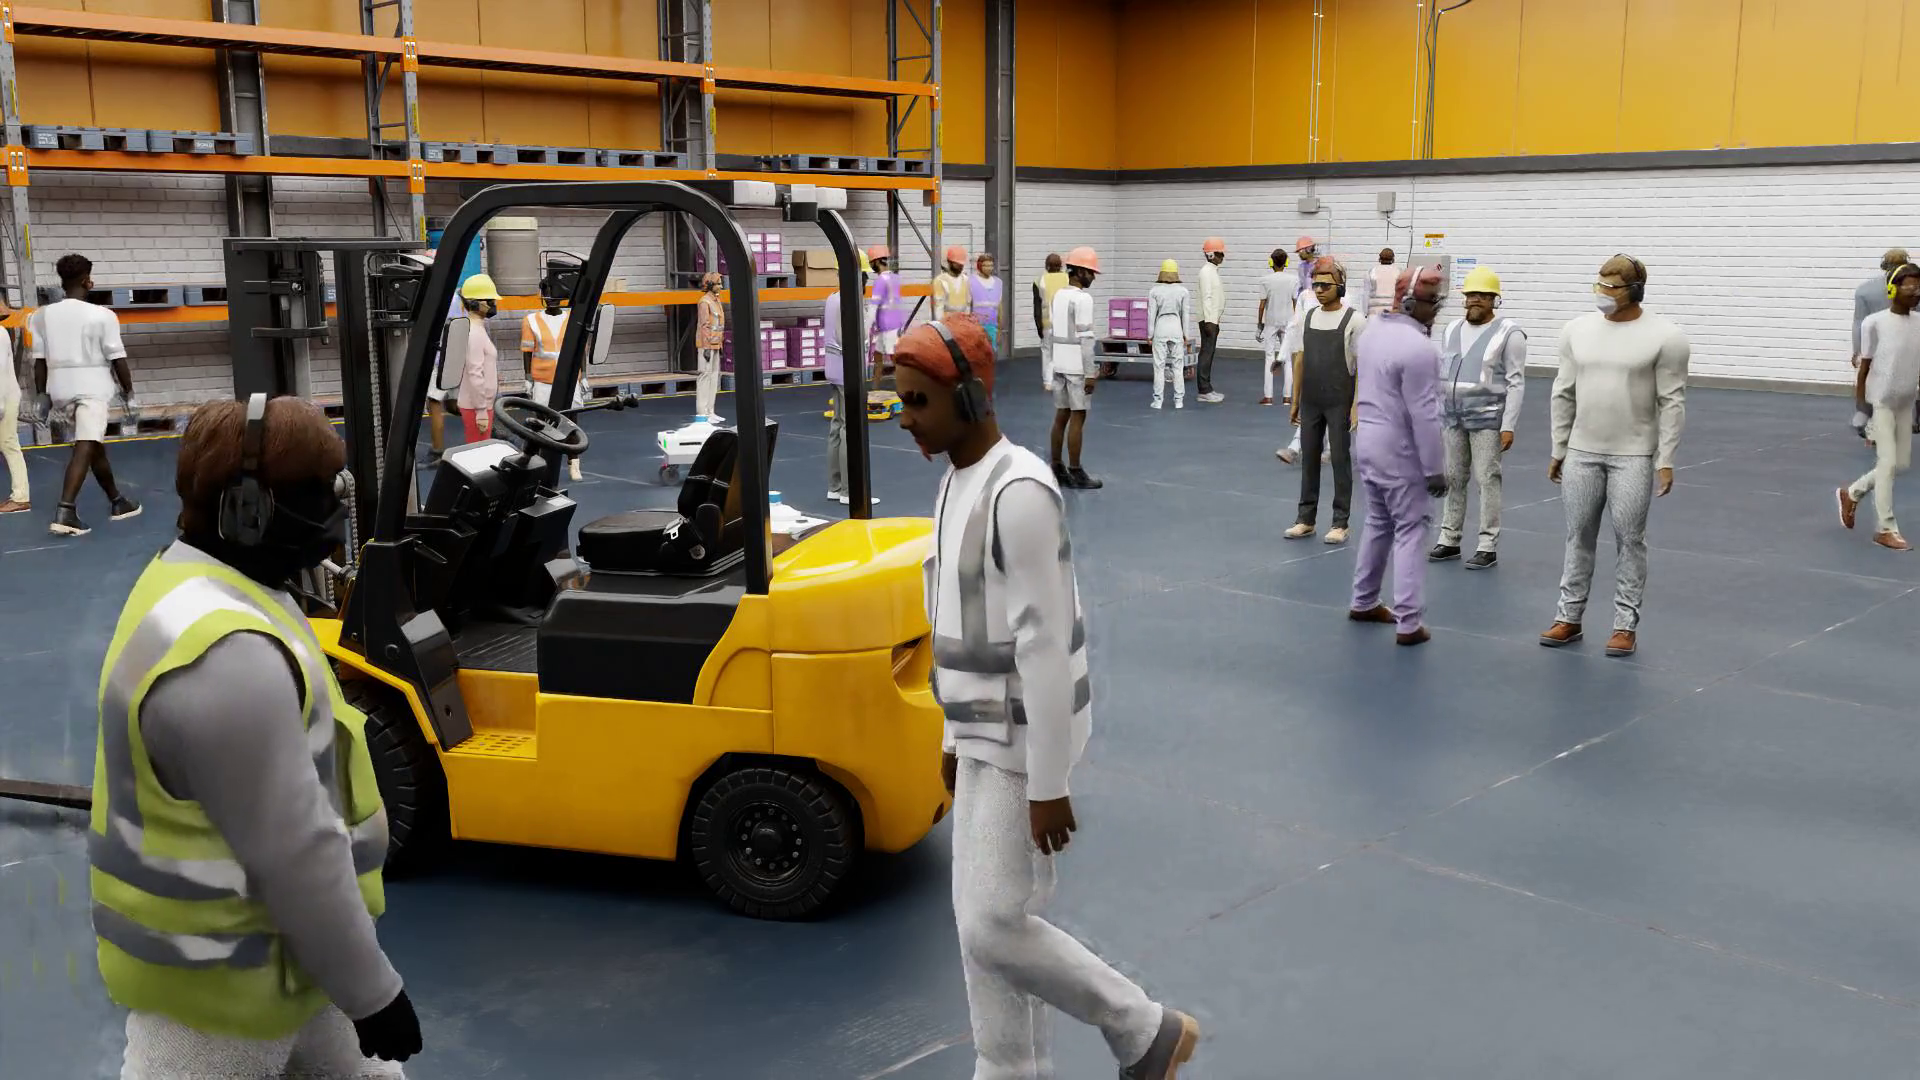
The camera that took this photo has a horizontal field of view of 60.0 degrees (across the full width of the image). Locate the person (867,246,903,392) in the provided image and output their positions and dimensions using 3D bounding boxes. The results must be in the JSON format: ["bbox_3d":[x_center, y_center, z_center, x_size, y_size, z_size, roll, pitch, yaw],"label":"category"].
[{"bbox_3d":[-0.958,-2.514,19.656,0.898,1.883,0.579,2,11,13],"label":"person"}]

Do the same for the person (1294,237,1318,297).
[{"bbox_3d":[5.140,-3.400,24.200,0.816,1.988,0.624,-3,11,-18],"label":"person"}]

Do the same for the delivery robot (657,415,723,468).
[{"bbox_3d":[-2.111,-0.784,13.619,0.707,0.478,0.477,-3,11,-17],"label":"delivery robot"}]

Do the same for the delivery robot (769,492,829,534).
[{"bbox_3d":[-1.080,-0.034,9.527,0.707,0.478,0.477,10,14,42],"label":"delivery robot"}]

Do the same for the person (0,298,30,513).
[{"bbox_3d":[-7.031,-1.008,12.178,0.280,1.624,0.493,-7,13,-34],"label":"person"}]

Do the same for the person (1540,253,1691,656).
[{"bbox_3d":[3.159,-0.408,8.057,0.627,1.936,0.376,9,14,41],"label":"person"}]

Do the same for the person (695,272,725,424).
[{"bbox_3d":[-2.690,-2.063,17.930,0.321,1.629,0.516,1,10,6],"label":"person"}]

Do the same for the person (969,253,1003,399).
[{"bbox_3d":[0.256,-2.679,20.786,0.564,1.814,0.751,-7,13,-34],"label":"person"}]

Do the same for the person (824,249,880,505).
[{"bbox_3d":[-0.820,-1.226,12.537,0.379,1.924,0.594,-5,11,-23],"label":"person"}]

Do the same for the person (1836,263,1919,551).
[{"bbox_3d":[6.077,-0.887,10.920,0.527,1.849,0.722,-2,11,-11],"label":"person"}]

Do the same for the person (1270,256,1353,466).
[{"bbox_3d":[3.083,-1.552,14.545,0.946,1.830,0.616,-6,12,-29],"label":"person"}]

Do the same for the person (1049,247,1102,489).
[{"bbox_3d":[0.937,-1.373,13.343,0.386,1.925,0.548,-5,12,-26],"label":"person"}]

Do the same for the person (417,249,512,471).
[{"bbox_3d":[-4.358,-1.553,14.377,0.807,1.911,0.548,-3,11,-15],"label":"person"}]

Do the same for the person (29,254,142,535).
[{"bbox_3d":[-6.036,-1.011,11.461,0.636,1.903,1.061,1,10,6],"label":"person"}]

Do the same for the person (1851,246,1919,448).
[{"bbox_3d":[8.709,-1.784,15.601,0.636,1.924,0.700,5,12,26],"label":"person"}]

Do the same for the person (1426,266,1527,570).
[{"bbox_3d":[3.125,-0.743,10.147,0.404,1.836,0.600,-8,13,-37],"label":"person"}]

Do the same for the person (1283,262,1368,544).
[{"bbox_3d":[2.414,-0.900,10.985,0.514,1.845,0.339,8,13,39],"label":"person"}]

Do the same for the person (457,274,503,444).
[{"bbox_3d":[-3.160,-0.867,11.023,0.325,1.767,0.533,-3,11,-15],"label":"person"}]

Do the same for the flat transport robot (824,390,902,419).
[{"bbox_3d":[-0.928,-1.528,18.705,0.652,0.197,1.431,4,11,21],"label":"flat transport robot"}]

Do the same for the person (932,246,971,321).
[{"bbox_3d":[-0.018,-2.497,19.594,0.588,1.883,0.886,-7,12,-33],"label":"person"}]

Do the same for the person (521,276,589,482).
[{"bbox_3d":[-3.304,-1.307,13.604,0.540,1.697,0.317,-3,11,-17],"label":"person"}]

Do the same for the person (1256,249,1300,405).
[{"bbox_3d":[3.796,-2.540,19.883,0.510,1.865,0.329,-1,10,-3],"label":"person"}]

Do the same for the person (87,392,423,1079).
[{"bbox_3d":[-1.122,0.659,2.663,0.994,1.789,0.633,-4,11,-20],"label":"person"}]

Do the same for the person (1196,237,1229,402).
[{"bbox_3d":[3.074,-2.691,20.345,0.382,1.994,0.613,3,11,15],"label":"person"}]

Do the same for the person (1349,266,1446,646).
[{"bbox_3d":[2.200,-0.428,8.341,0.400,1.880,0.686,-2,11,-10],"label":"person"}]

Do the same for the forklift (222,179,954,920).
[{"bbox_3d":[-1.114,-0.058,5.440,2.313,2.155,1.214,2,11,13],"label":"forklift"}]

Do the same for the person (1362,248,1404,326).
[{"bbox_3d":[6.062,-3.240,23.755,0.633,1.843,0.429,2,11,10],"label":"person"}]

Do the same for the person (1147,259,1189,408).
[{"bbox_3d":[2.436,-2.415,19.523,0.494,1.743,0.309,-1,10,-3],"label":"person"}]

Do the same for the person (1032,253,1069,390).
[{"bbox_3d":[1.239,-2.785,21.417,0.618,1.801,0.963,0,10,2],"label":"person"}]

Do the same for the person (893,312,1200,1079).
[{"bbox_3d":[0.152,0.443,3.610,0.583,1.862,0.634,-2,11,-13],"label":"person"}]
